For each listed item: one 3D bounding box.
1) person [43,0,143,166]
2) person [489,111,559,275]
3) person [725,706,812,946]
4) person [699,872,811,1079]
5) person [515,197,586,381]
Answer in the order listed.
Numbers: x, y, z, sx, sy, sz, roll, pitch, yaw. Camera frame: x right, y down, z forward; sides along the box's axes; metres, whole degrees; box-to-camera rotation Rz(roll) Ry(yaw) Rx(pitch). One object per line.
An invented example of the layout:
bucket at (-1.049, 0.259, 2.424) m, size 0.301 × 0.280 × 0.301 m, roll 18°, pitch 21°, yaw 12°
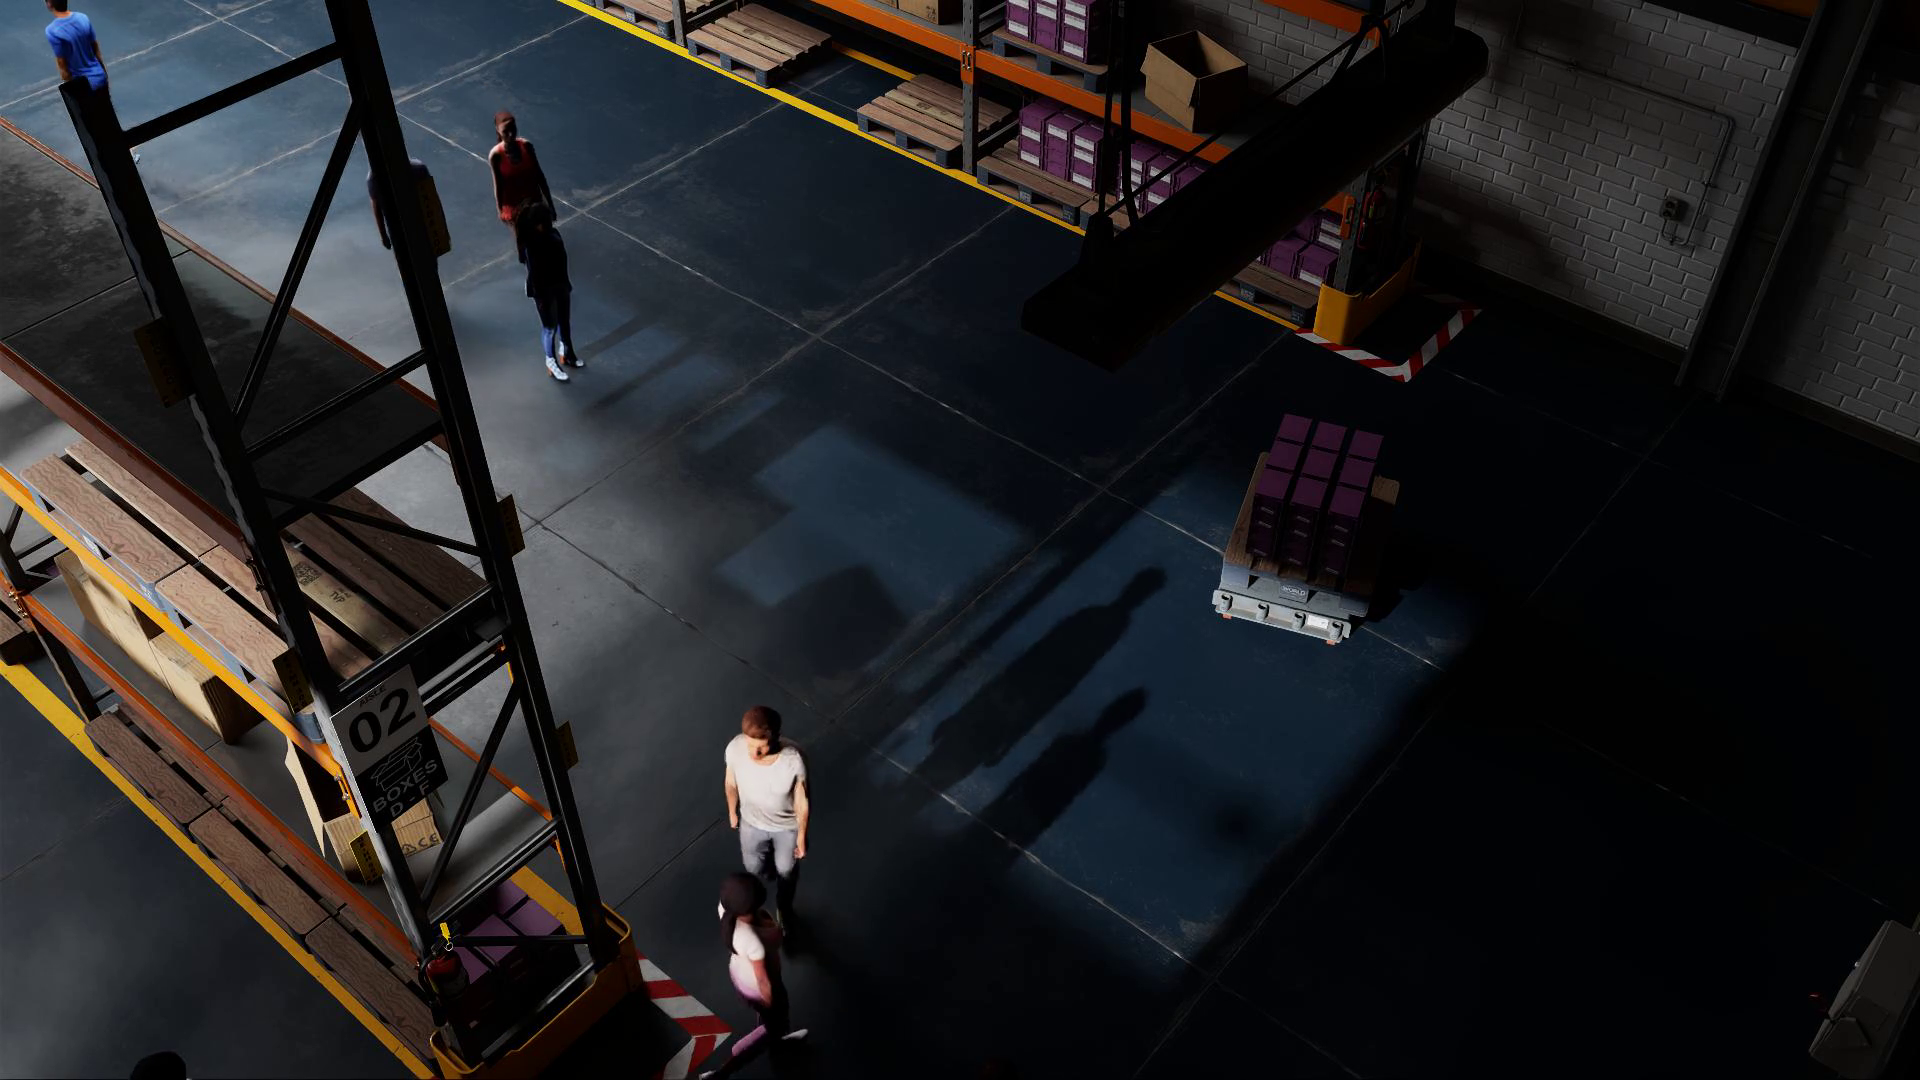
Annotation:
person at (-7.938, -4.164, 15.256) m, size 0.975 × 1.860 × 0.782 m, roll 16°, pitch 46°, yaw 16°
person at (-3.702, -2.856, 13.978) m, size 0.659 × 1.729 × 0.912 m, roll -30°, pitch 51°, yaw -27°
person at (-1.021, 1.486, 9.312) m, size 0.926 × 1.878 × 0.953 m, roll 6°, pitch 44°, yaw 7°
person at (-1.119, 2.300, 8.566) m, size 0.810 × 1.729 × 0.925 m, roll -24°, pitch 49°, yaw -23°
person at (-3.240, -1.990, 13.147) m, size 0.654 × 1.622 × 0.675 m, roll 15°, pitch 46°, yaw 15°
